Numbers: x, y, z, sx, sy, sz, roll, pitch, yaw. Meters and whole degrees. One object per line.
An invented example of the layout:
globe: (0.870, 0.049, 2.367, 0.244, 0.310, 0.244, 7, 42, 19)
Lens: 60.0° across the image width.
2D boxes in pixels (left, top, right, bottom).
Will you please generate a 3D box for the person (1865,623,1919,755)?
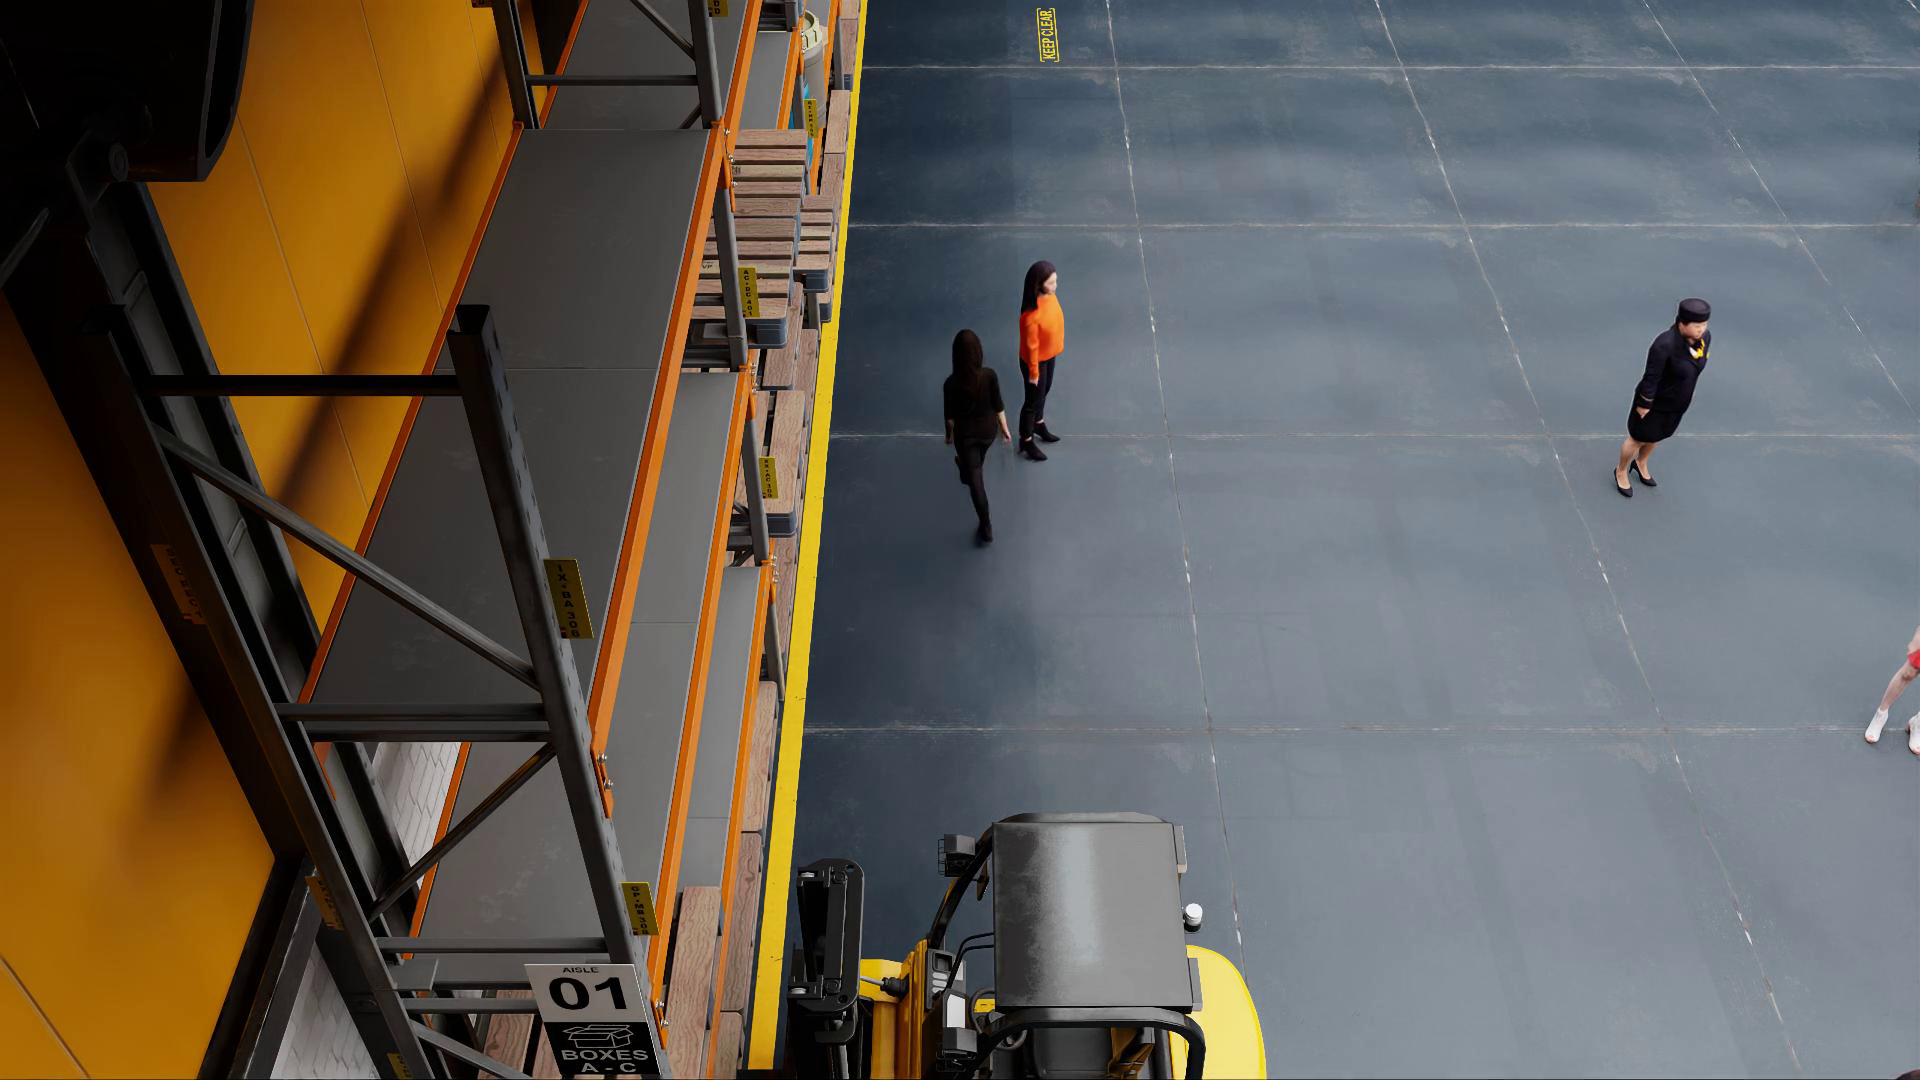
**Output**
person: (6.123, 0.619, 10.266, 0.648, 1.828, 0.618, 14, 45, 14)

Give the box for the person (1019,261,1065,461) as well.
person: (0.571, -1.356, 12.399, 0.747, 1.747, 0.604, 14, 45, 14)

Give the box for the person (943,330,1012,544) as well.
person: (0.131, -0.680, 11.802, 0.874, 1.590, 1.172, -11, 45, -12)

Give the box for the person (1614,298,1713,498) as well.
person: (5.131, -1.046, 12.128, 0.805, 1.671, 0.801, -20, 47, -20)
